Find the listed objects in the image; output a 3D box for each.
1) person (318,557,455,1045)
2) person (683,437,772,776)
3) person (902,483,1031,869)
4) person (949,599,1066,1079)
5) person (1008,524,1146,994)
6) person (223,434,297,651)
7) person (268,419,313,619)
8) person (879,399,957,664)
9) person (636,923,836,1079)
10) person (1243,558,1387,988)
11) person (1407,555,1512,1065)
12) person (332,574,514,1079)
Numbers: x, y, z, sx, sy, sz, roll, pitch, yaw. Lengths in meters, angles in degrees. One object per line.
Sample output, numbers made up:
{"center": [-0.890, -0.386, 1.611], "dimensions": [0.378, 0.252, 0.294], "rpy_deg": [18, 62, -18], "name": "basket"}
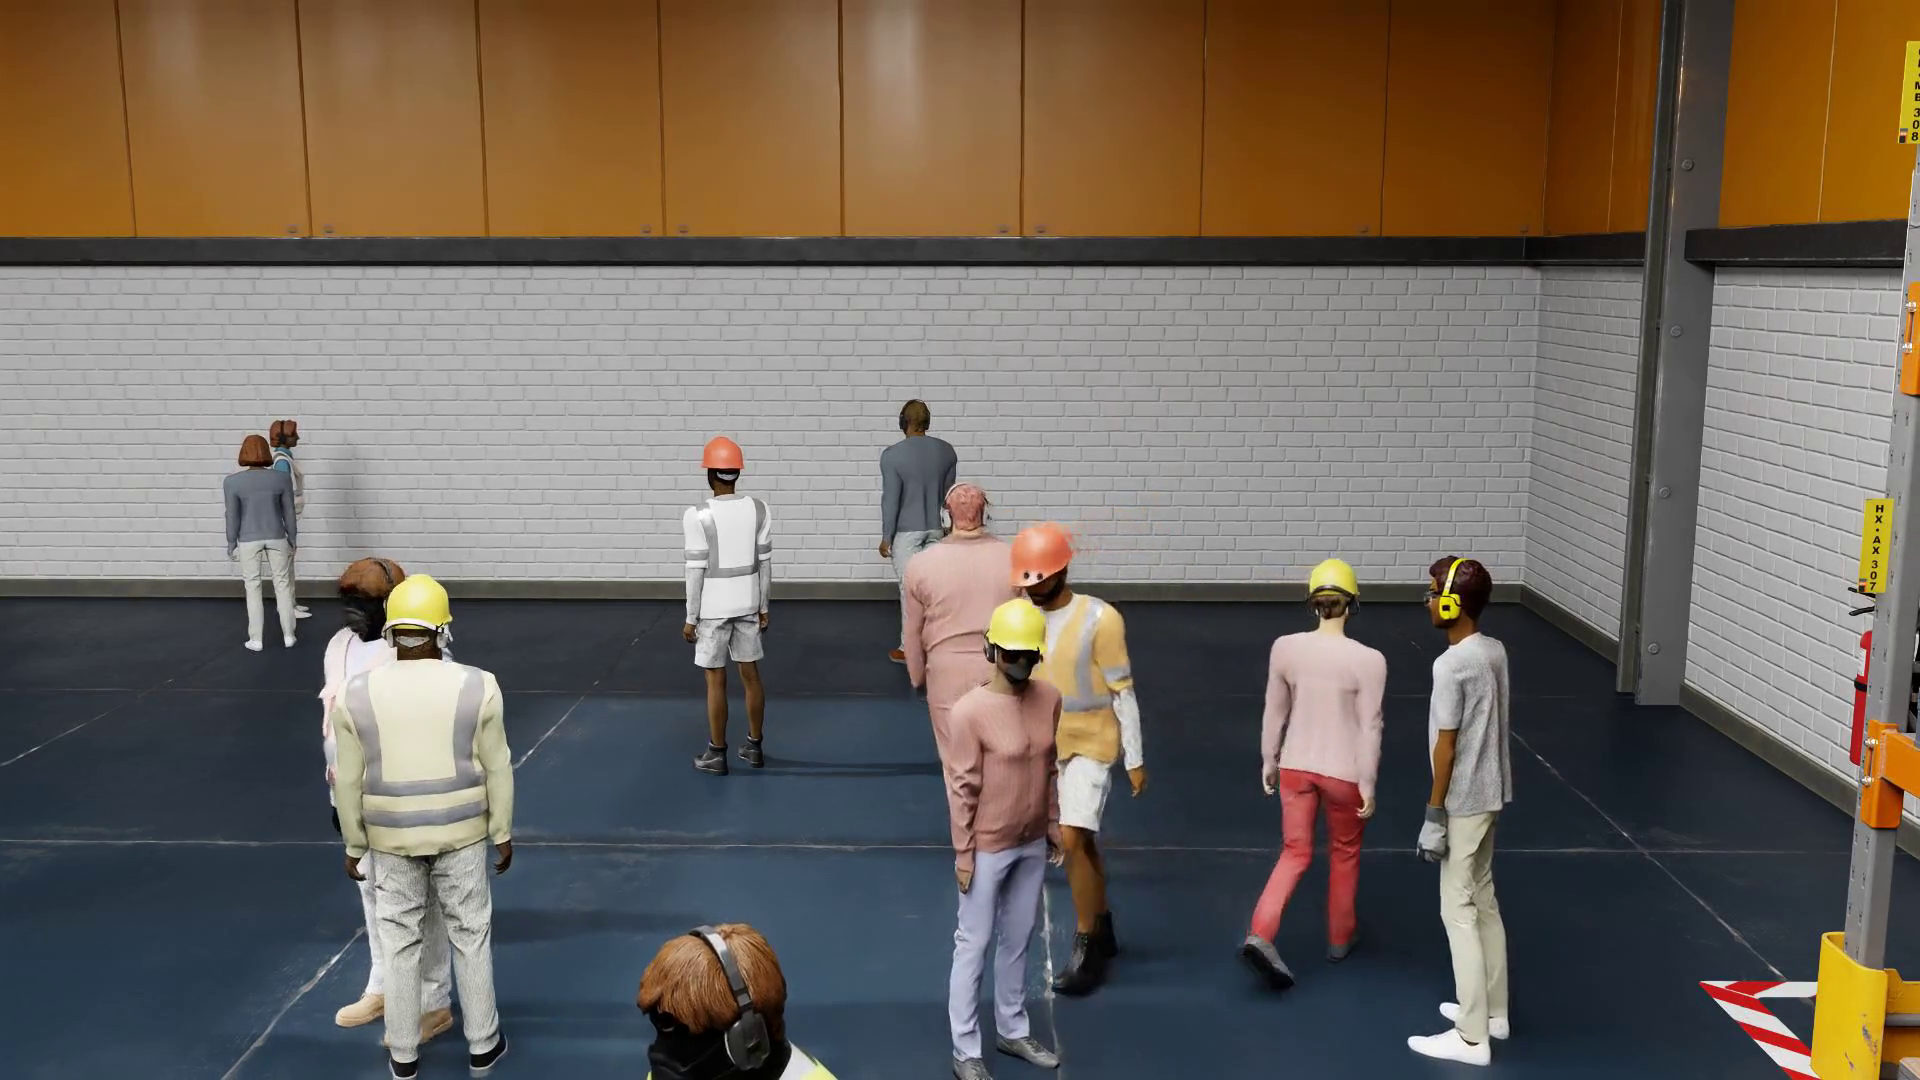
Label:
{"center": [-2.163, 0.972, 6.267], "dimensions": [0.651, 1.841, 0.429], "rpy_deg": [6, 11, 34], "name": "person"}
{"center": [-1.340, 0.378, 9.519], "dimensions": [0.552, 1.937, 0.356], "rpy_deg": [-7, 12, -36], "name": "person"}
{"center": [0.022, 0.654, 8.044], "dimensions": [0.646, 1.873, 0.810], "rpy_deg": [-2, 10, -13], "name": "person"}
{"center": [0.180, 1.070, 5.895], "dimensions": [0.526, 1.765, 0.330], "rpy_deg": [-9, 13, -42], "name": "person"}
{"center": [0.418, 0.867, 6.737], "dimensions": [0.685, 1.883, 0.596], "rpy_deg": [-9, 13, -44], "name": "person"}
{"center": [-5.277, 0.019, 12.578], "dimensions": [0.507, 1.632, 0.267], "rpy_deg": [-6, 11, -32], "name": "person"}
{"center": [-5.554, -0.175, 13.720], "dimensions": [0.315, 1.640, 0.514], "rpy_deg": [-4, 10, -23], "name": "person"}
{"center": [-0.311, -0.056, 12.115], "dimensions": [0.627, 1.941, 0.374], "rpy_deg": [-6, 11, -33], "name": "person"}
{"center": [-0.369, 1.541, 2.893], "dimensions": [0.430, 1.834, 0.634], "rpy_deg": [-8, 12, -39], "name": "person"}
{"center": [1.431, 0.945, 6.757], "dimensions": [0.529, 1.726, 0.766], "rpy_deg": [7, 12, 35], "name": "person"}
{"center": [1.872, 0.984, 6.163], "dimensions": [0.379, 1.855, 0.523], "rpy_deg": [7, 12, 35], "name": "person"}
{"center": [-1.894, 1.029, 5.929], "dimensions": [0.598, 1.830, 0.403], "rpy_deg": [-2, 10, -13], "name": "person"}
